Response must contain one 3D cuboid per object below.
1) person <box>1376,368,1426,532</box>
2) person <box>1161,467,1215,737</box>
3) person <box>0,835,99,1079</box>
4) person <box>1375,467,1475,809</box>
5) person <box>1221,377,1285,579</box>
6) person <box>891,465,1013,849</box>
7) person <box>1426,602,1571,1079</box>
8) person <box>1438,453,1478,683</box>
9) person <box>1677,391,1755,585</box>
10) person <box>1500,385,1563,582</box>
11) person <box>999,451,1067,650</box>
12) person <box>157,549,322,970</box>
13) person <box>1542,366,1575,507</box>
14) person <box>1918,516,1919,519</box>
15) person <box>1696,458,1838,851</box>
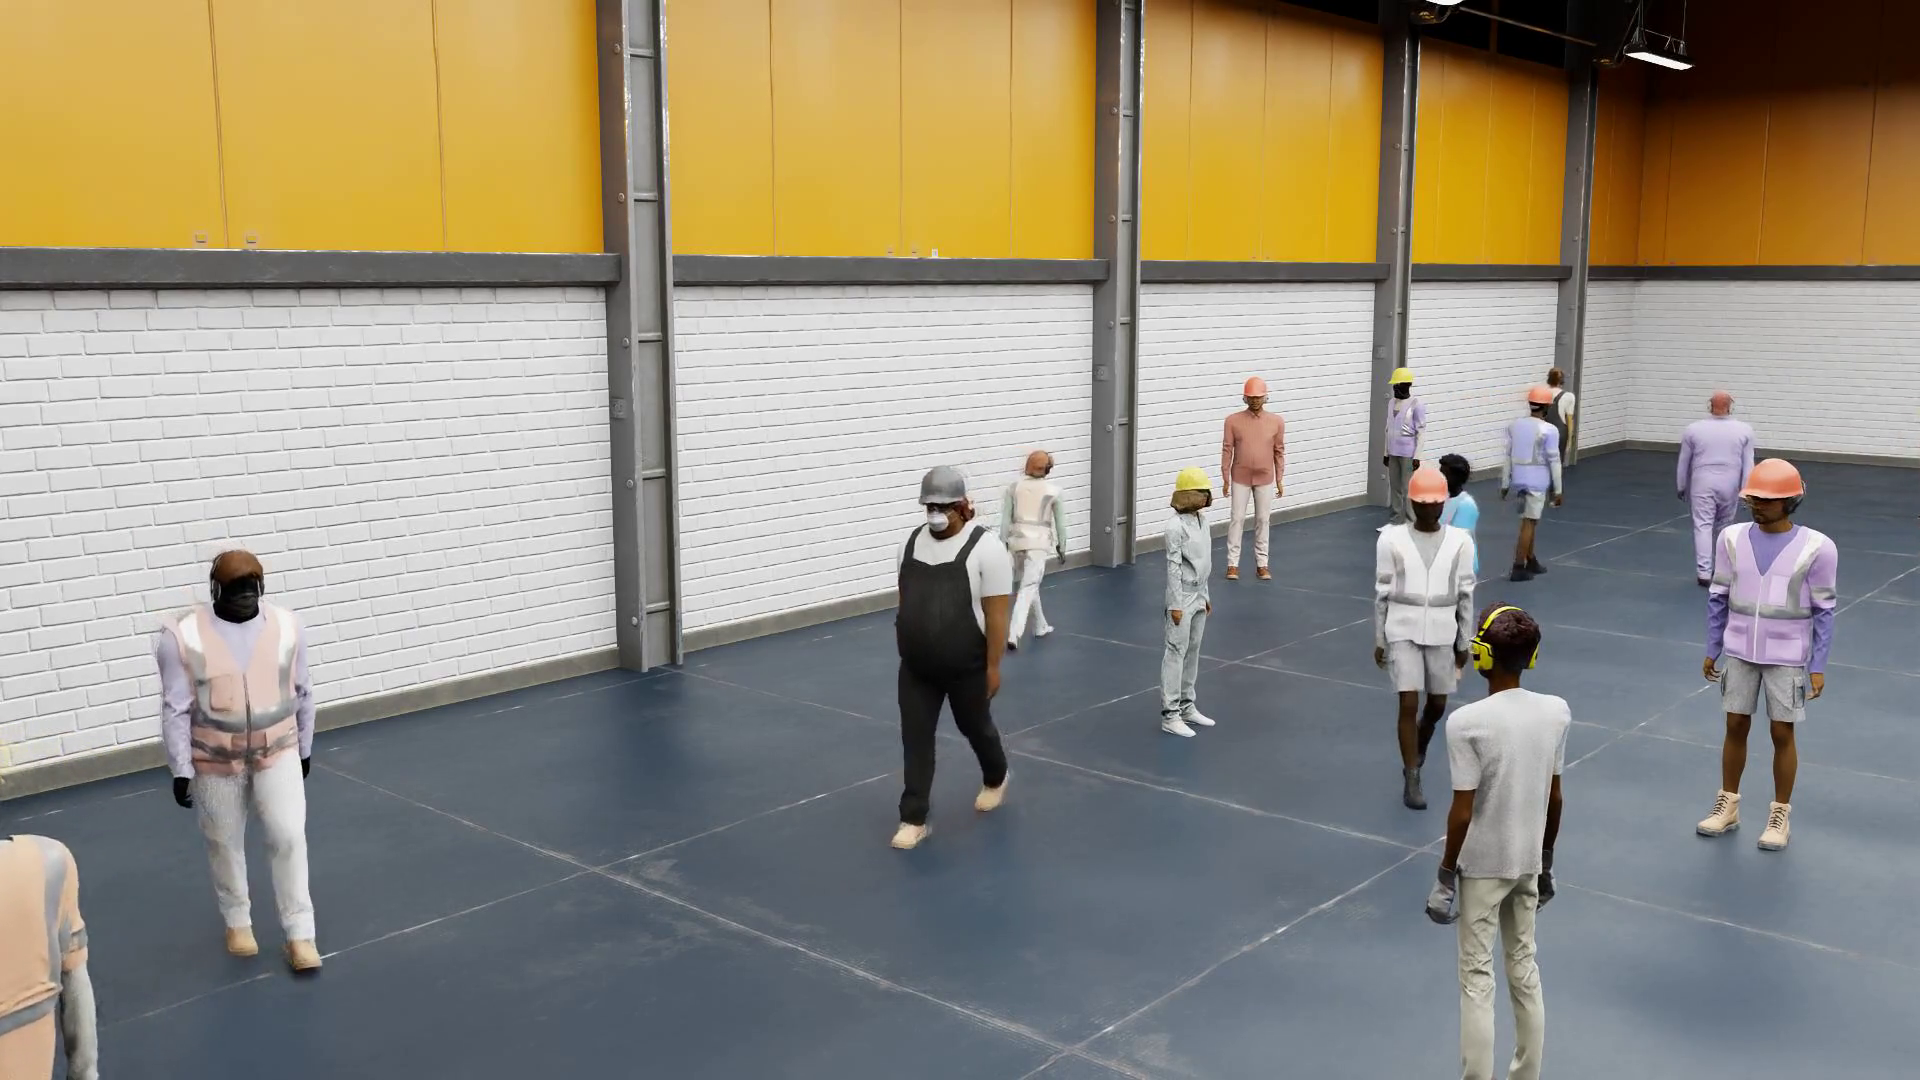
[{"bbox_3d":[5.057,-1.010,19.057,0.374,1.925,0.595,-4,10,-25],"label":"person"},{"bbox_3d":[1.500,0.390,10.833,0.290,1.746,0.487,6,11,33],"label":"person"},{"bbox_3d":[-2.479,1.379,4.210,0.971,1.885,0.602,4,10,22],"label":"person"},{"bbox_3d":[2.637,0.518,9.509,0.549,1.918,0.757,1,9,8],"label":"person"},{"bbox_3d":[2.868,-0.600,16.266,0.614,1.993,0.395,0,9,3],"label":"person"},{"bbox_3d":[-0.037,0.552,8.892,0.684,2.000,0.980,5,10,26],"label":"person"},{"bbox_3d":[1.846,1.137,5.753,0.508,1.872,0.329,-4,10,-23],"label":"person"},{"bbox_3d":[3.559,0.214,12.120,0.379,1.692,0.553,-1,9,-7],"label":"person"},{"bbox_3d":[7.329,-0.516,16.176,0.671,1.850,0.983,4,10,21],"label":"person"},{"bbox_3d":[5.657,-0.556,16.233,0.774,1.911,0.581,-6,11,-32],"label":"person"},{"bbox_3d":[0.562,0.075,13.356,0.518,1.571,0.920,5,10,27],"label":"person"},{"bbox_3d":[-3.037,0.956,7.088,0.630,1.816,0.815,-5,11,-30],"label":"person"},{"bbox_3d":[7.518,-1.290,21.150,0.510,1.826,0.737,5,10,29],"label":"person"},{"bbox_3d":[11.926,-1.044,20.189,0.501,1.633,0.279,-1,9,-7],"label":"person"},{"bbox_3d":[4.179,0.590,8.652,0.381,2.039,0.615,-9,12,-43],"label":"person"}]
